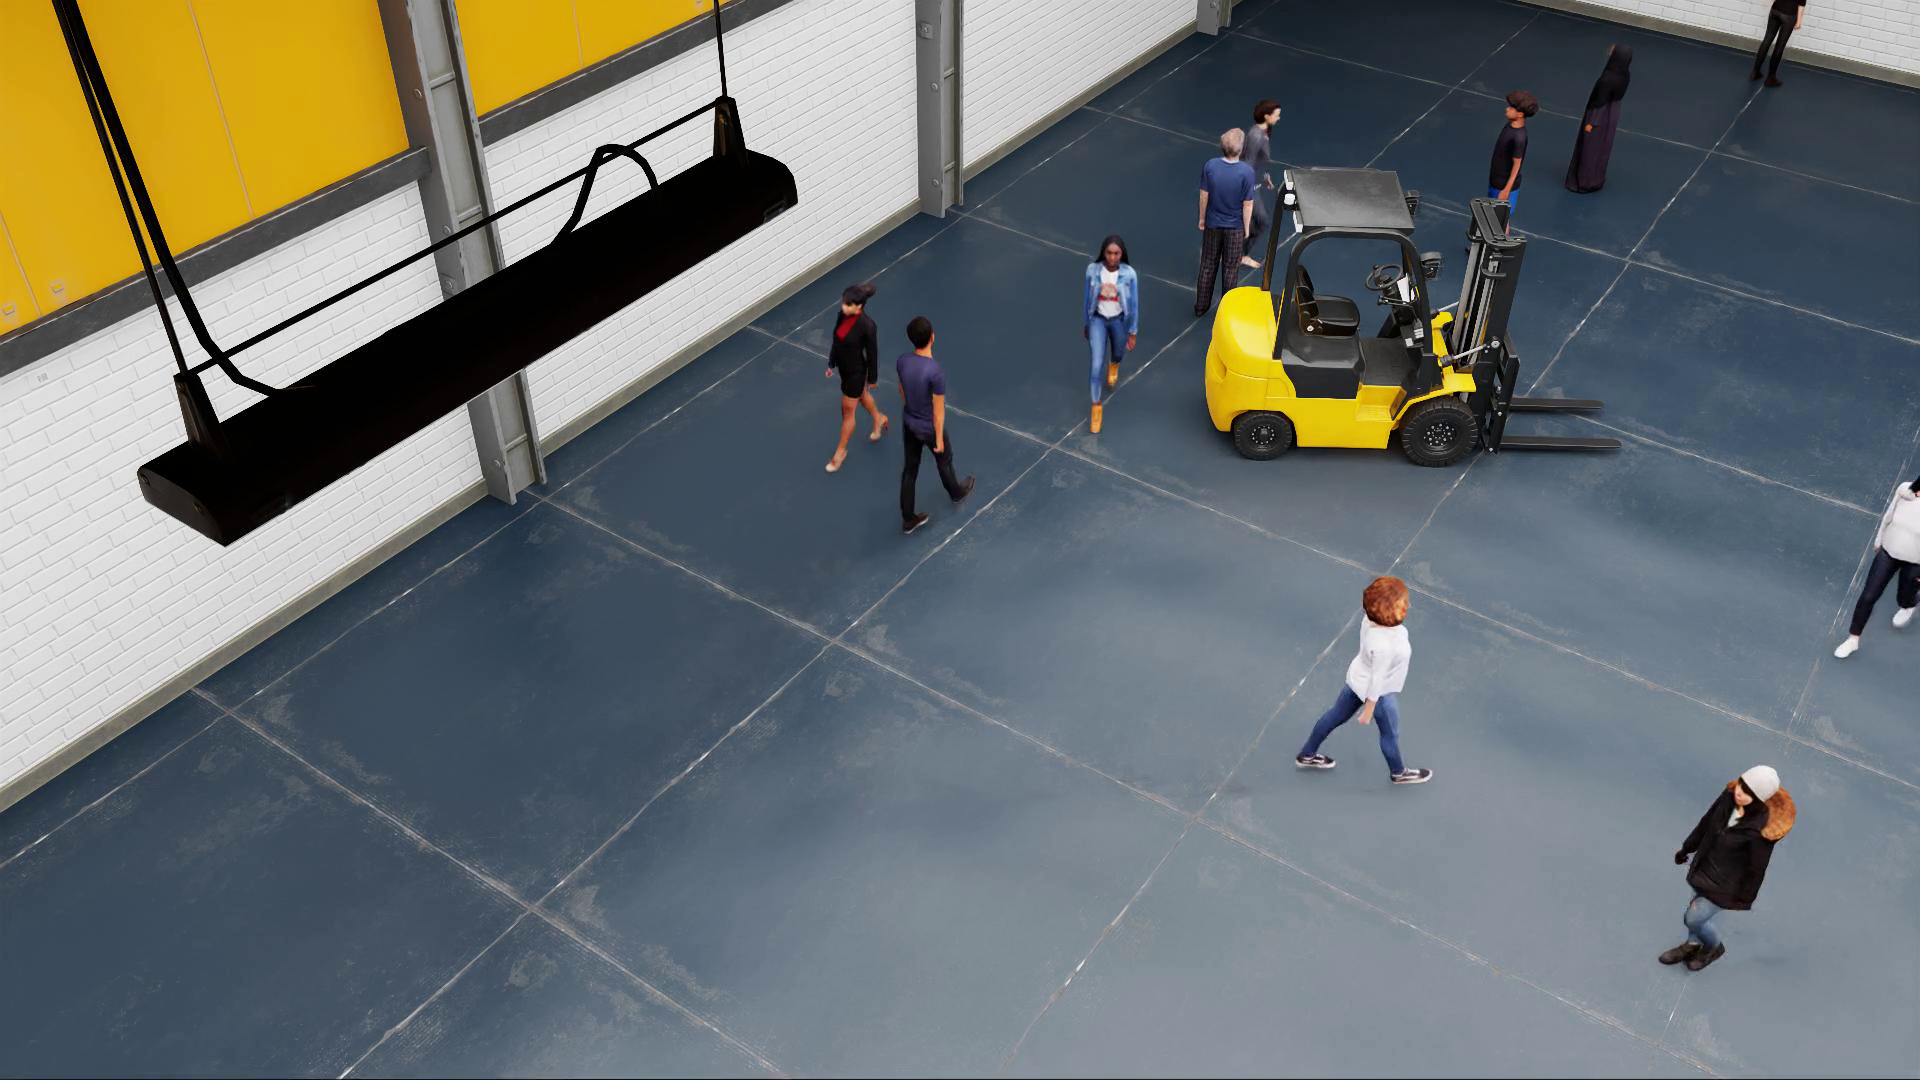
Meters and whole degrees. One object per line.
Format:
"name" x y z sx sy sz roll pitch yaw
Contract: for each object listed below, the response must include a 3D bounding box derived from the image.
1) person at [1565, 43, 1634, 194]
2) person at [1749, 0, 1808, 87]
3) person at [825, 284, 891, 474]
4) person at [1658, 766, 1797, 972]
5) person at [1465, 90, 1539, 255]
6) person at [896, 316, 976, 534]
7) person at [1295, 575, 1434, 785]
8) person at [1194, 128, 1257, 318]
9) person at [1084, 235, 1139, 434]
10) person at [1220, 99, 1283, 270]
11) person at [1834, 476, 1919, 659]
"person" 6.704 -4.417 17.350 0.590 1.613 0.705 -29 47 -32
"person" 9.674 -6.174 19.527 0.655 1.641 0.663 -19 42 -22
"person" -0.816 -1.372 13.546 1.022 1.601 0.761 -25 45 -28
"person" 4.389 1.874 9.464 0.816 1.624 0.752 -6 39 -7
"person" 5.251 -3.474 16.021 0.772 1.798 0.681 1 39 1
"person" -0.351 -0.818 12.737 0.706 1.745 1.017 28 46 31
"person" 2.531 0.914 10.625 1.097 1.674 1.146 1 39 1
"person" 2.421 -2.880 15.218 0.692 1.871 0.595 16 41 19
"person" 1.273 -1.837 14.073 0.986 1.670 1.275 5 39 6
"person" 2.698 -3.384 15.952 0.890 1.743 0.817 2 39 3
"person" 6.672 0.091 11.652 1.099 1.679 0.799 -26 46 -29
